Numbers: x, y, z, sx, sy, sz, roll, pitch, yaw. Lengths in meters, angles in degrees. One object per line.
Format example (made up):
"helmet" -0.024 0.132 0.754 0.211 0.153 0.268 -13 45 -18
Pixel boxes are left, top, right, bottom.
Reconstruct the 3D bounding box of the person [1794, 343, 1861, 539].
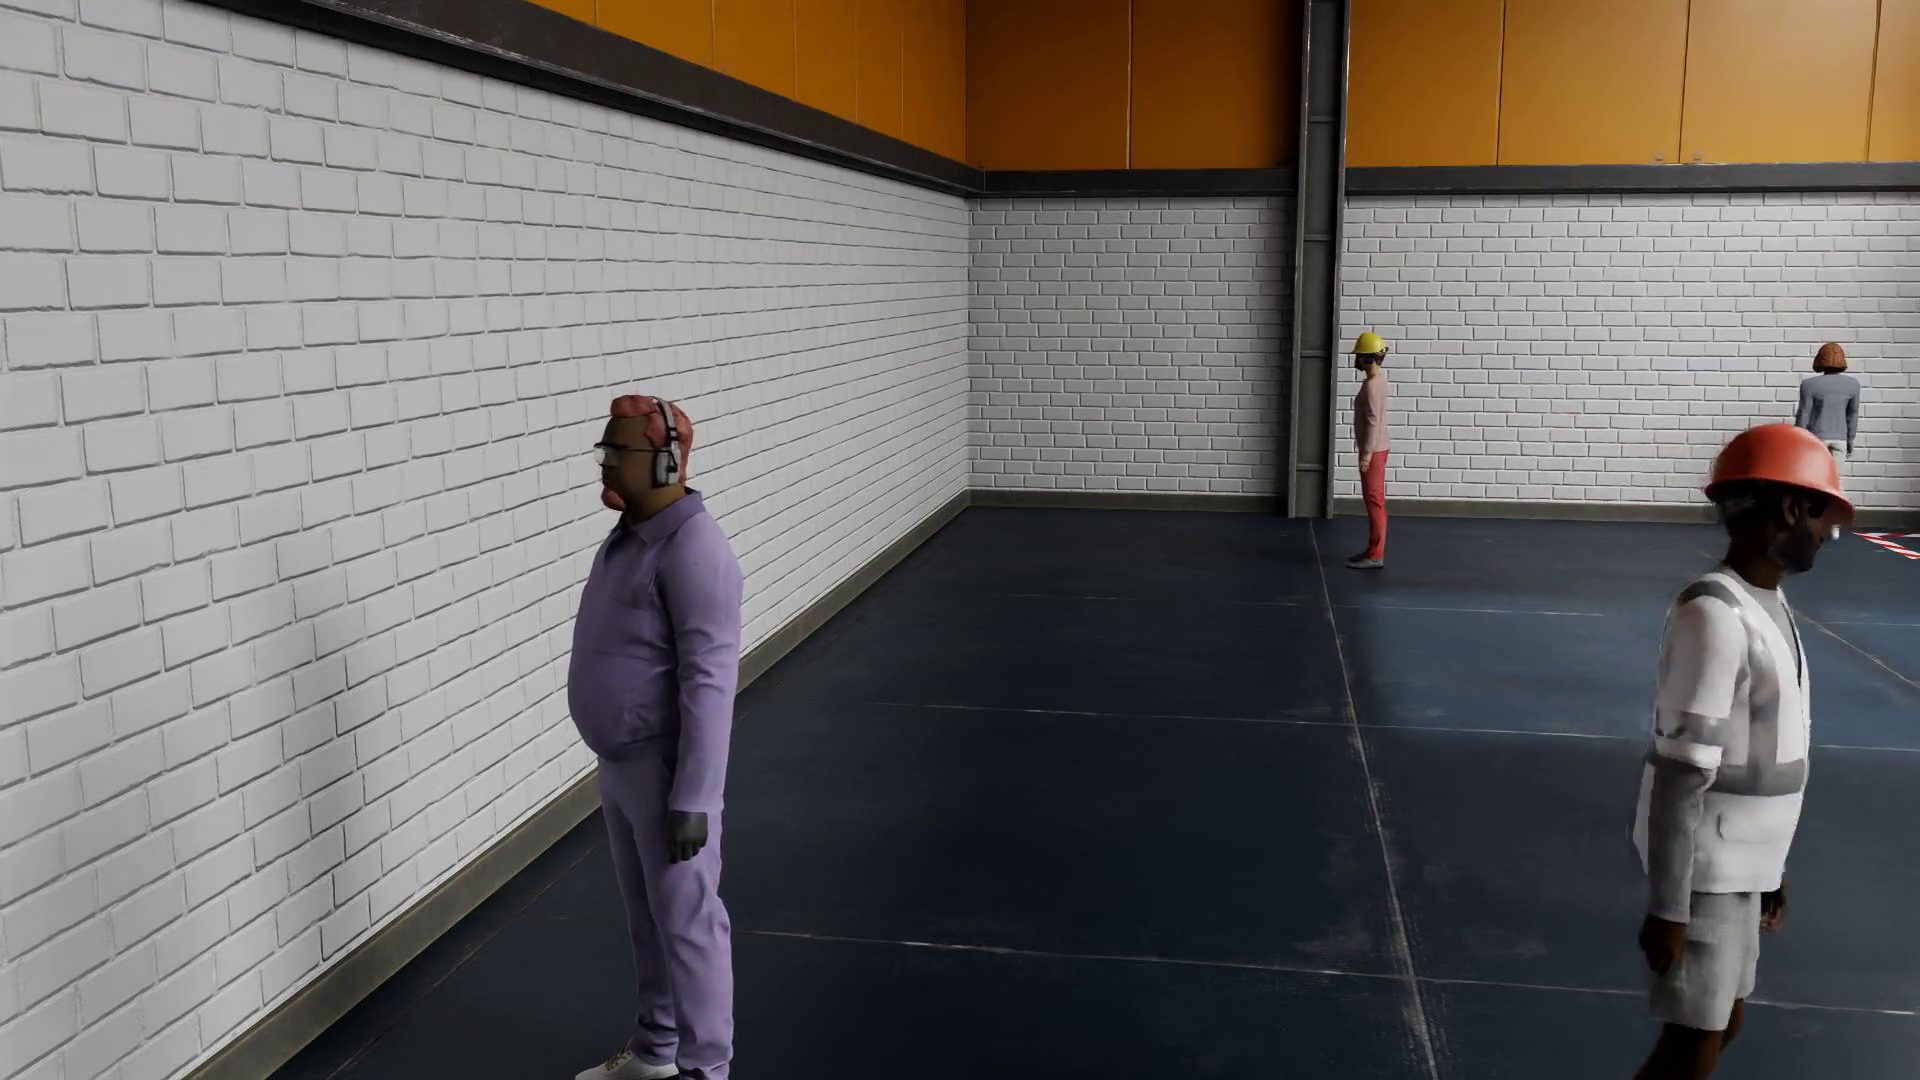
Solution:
"person" 7.155 -0.813 13.781 0.536 1.632 0.304 0 9 -2

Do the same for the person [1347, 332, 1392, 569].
"person" 3.052 -0.662 12.443 0.331 1.768 0.527 3 10 19

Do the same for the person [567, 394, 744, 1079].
"person" -0.797 0.581 4.280 0.409 1.913 0.646 -5 11 -30

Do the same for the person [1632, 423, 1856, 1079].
"person" 1.638 0.705 3.594 0.370 1.897 0.676 7 11 37
